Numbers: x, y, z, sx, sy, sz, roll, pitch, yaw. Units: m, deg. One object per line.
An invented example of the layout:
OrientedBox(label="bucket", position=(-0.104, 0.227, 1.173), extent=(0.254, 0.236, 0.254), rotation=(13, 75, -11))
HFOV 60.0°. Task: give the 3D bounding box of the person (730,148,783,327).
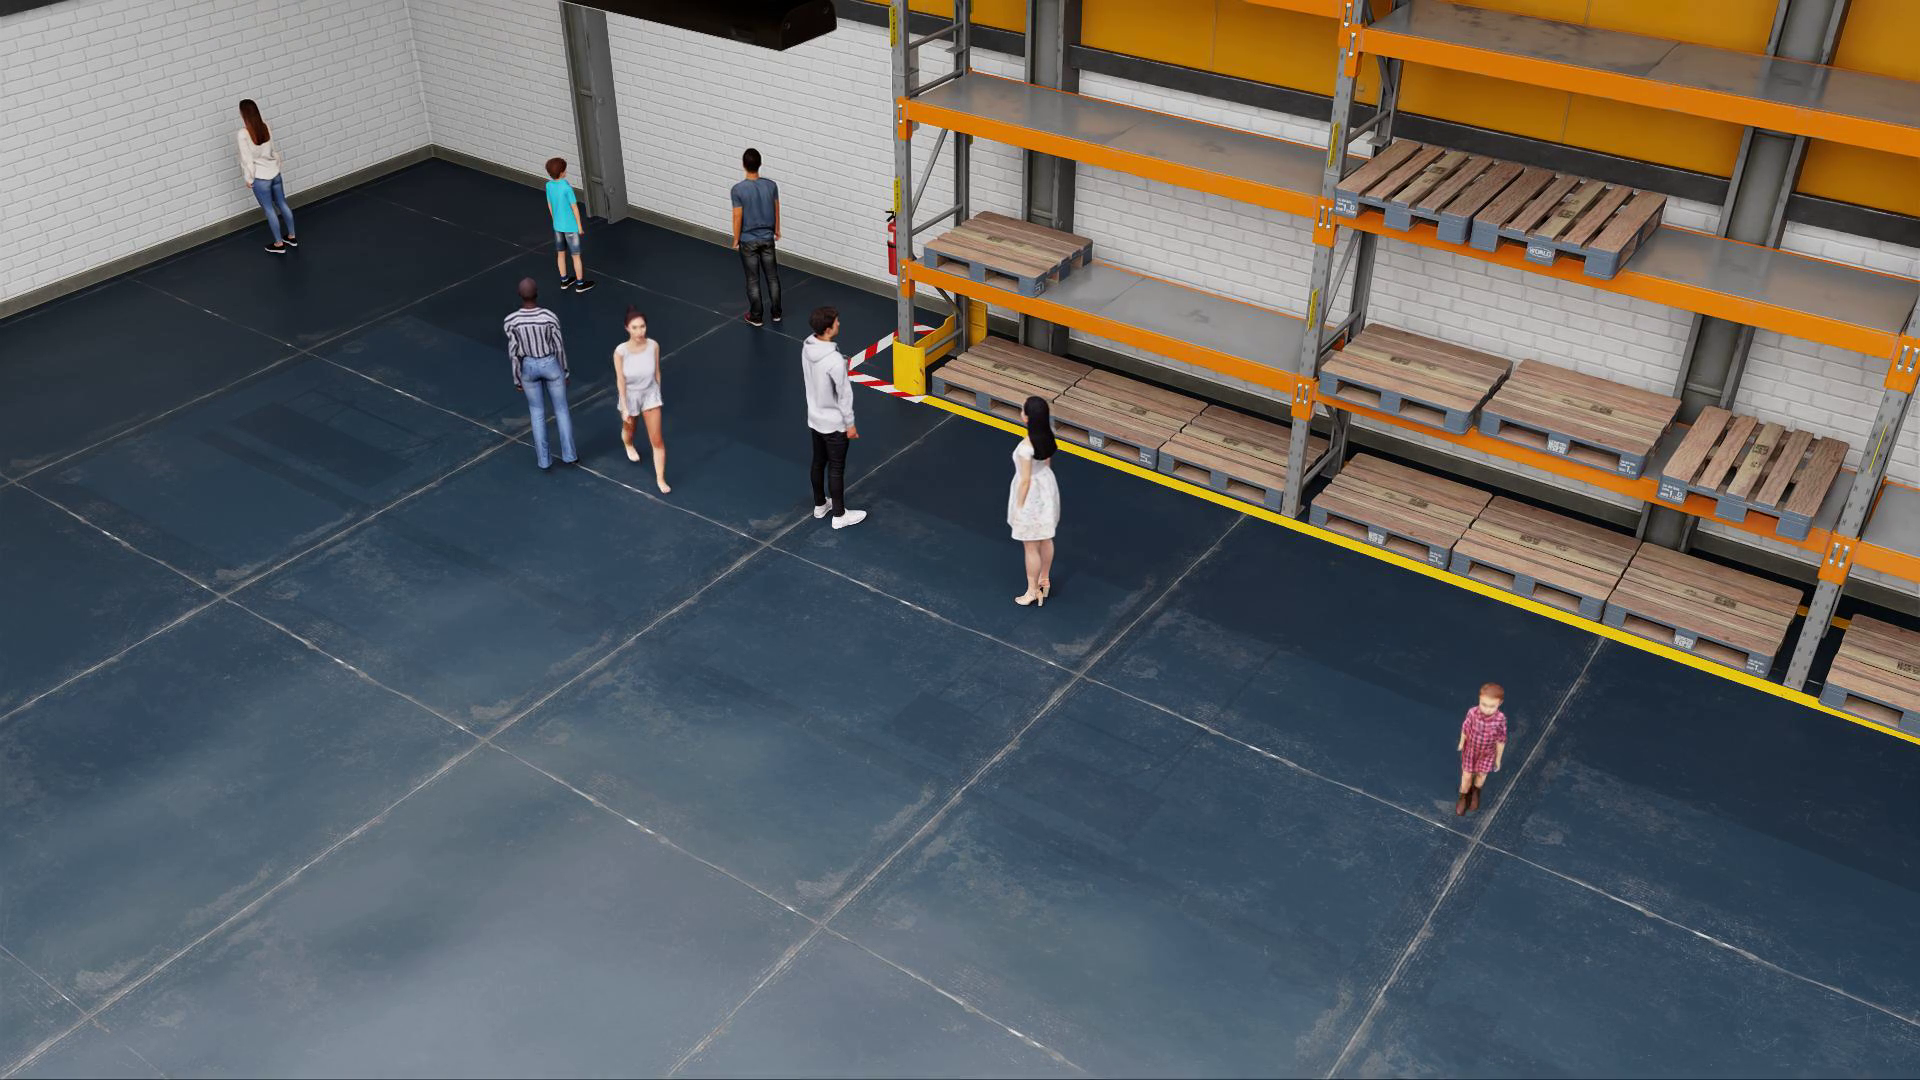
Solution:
OrientedBox(label="person", position=(-2.017, -3.010, 16.545), extent=(0.732, 1.809, 0.705), rotation=(-16, 37, -23))

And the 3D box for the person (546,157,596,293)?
OrientedBox(label="person", position=(-4.105, -3.295, 17.298), extent=(0.456, 1.449, 0.601), rotation=(16, 37, 23))

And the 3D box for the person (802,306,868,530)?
OrientedBox(label="person", position=(-1.067, -0.994, 13.402), extent=(0.785, 1.931, 0.611), rotation=(-28, 42, -35))

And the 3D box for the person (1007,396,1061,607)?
OrientedBox(label="person", position=(0.553, -0.287, 12.480), extent=(0.618, 1.774, 0.636), rotation=(21, 39, 28))

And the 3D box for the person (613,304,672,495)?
OrientedBox(label="person", position=(-2.734, -1.219, 14.063), extent=(0.890, 1.573, 1.107), rotation=(-15, 36, -21))

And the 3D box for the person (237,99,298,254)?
OrientedBox(label="person", position=(-7.556, -3.963, 18.084), extent=(0.590, 1.691, 0.639), rotation=(16, 37, 23))

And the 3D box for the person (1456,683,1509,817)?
OrientedBox(label="person", position=(3.393, 1.305, 10.771), extent=(0.471, 1.013, 0.545), rotation=(10, 35, 15))

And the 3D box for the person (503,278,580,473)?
OrientedBox(label="person", position=(-3.546, -1.392, 14.123), extent=(0.696, 1.795, 0.753), rotation=(-6, 34, -9))
